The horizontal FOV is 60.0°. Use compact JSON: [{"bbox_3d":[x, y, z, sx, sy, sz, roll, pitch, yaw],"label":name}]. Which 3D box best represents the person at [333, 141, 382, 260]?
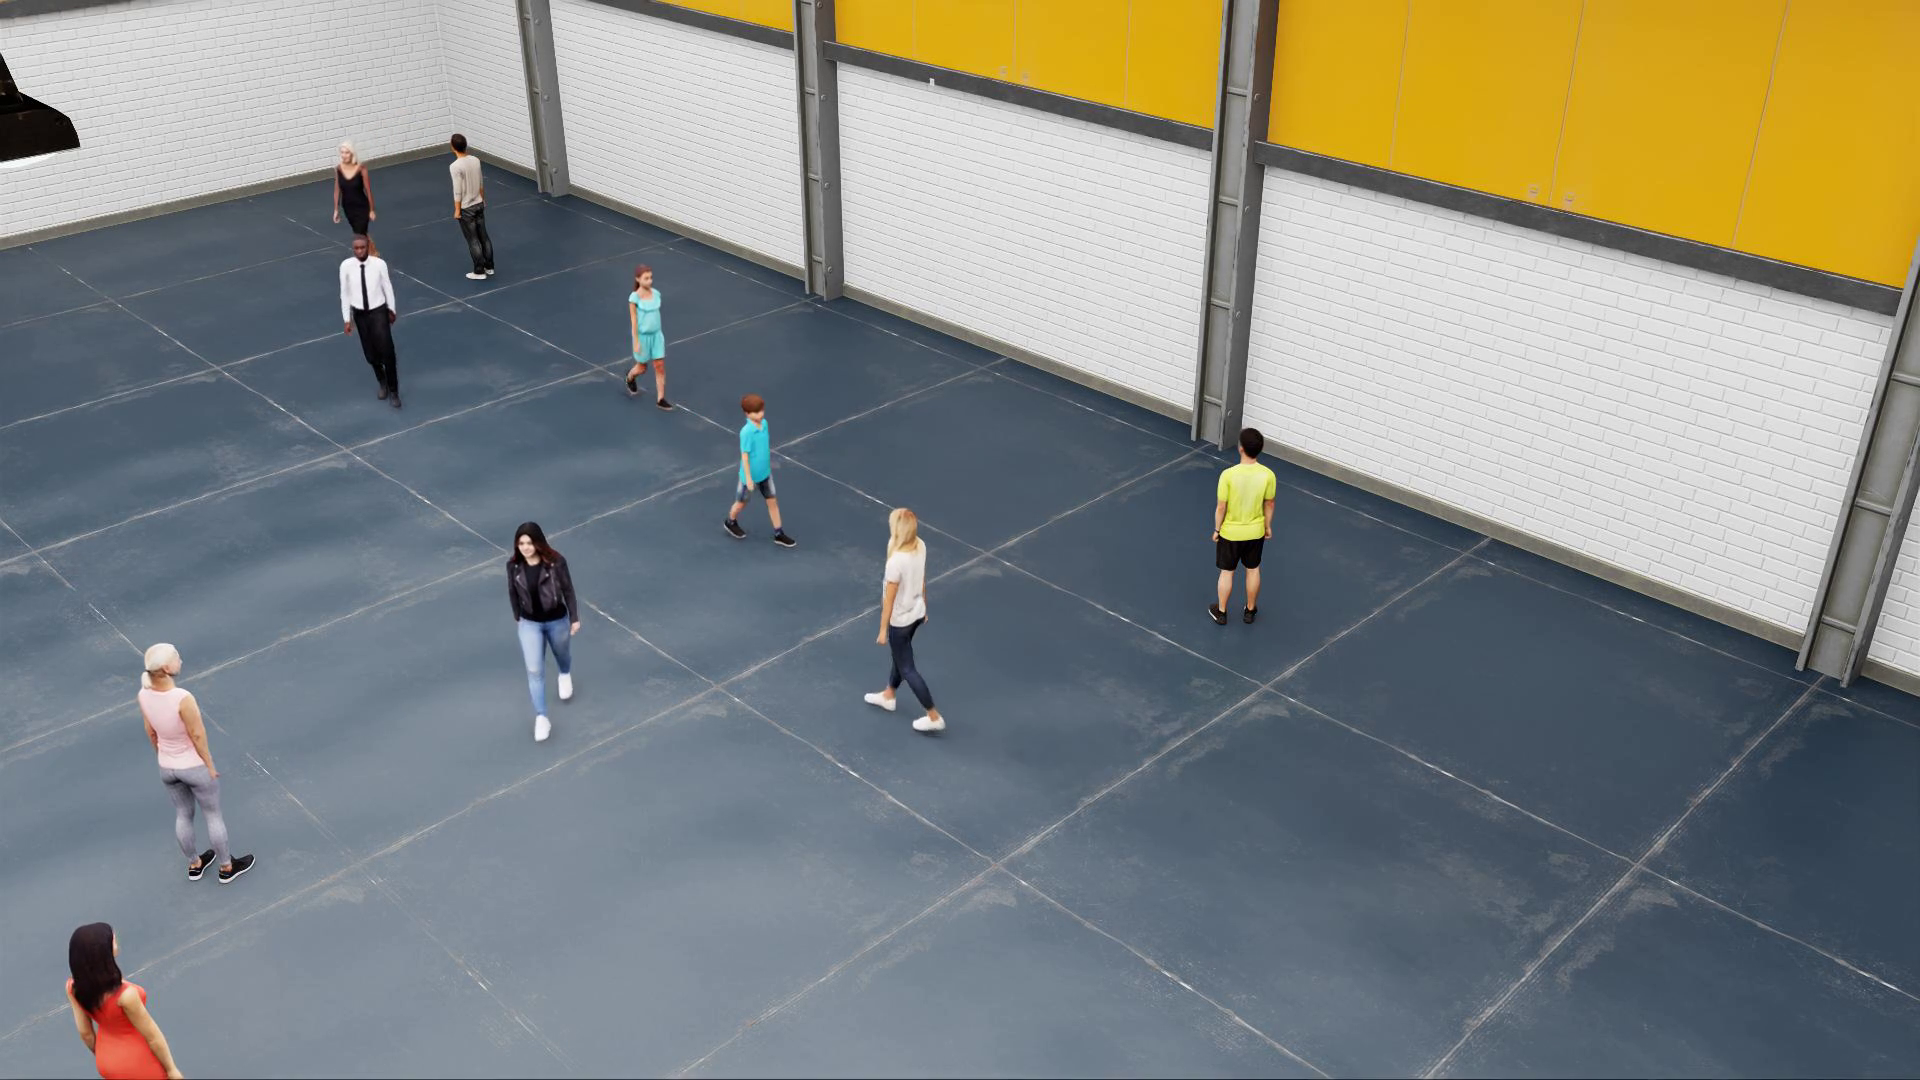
[{"bbox_3d":[-7.466,-4.106,20.695,1.090,1.697,1.006,7,29,12],"label":"person"}]

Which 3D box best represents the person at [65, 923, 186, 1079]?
[{"bbox_3d":[-4.158,2.618,8.341,0.630,1.723,0.734,7,29,12],"label":"person"}]

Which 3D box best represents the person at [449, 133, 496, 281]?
[{"bbox_3d":[-6.068,-4.144,20.645,0.644,1.810,0.714,14,32,24],"label":"person"}]

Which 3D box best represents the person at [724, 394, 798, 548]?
[{"bbox_3d":[-1.859,-0.623,14.604,1.001,1.415,0.641,19,34,31],"label":"person"}]

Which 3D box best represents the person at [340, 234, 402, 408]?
[{"bbox_3d":[-6.130,-2.344,17.344,0.925,1.812,1.016,-4,29,-7],"label":"person"}]

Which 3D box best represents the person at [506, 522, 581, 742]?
[{"bbox_3d":[-3.032,0.573,12.224,1.055,1.593,1.188,-3,29,-6],"label":"person"}]

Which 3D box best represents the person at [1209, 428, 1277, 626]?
[{"bbox_3d":[2.271,-0.107,13.352,0.695,1.708,0.745,-1,29,-2],"label":"person"}]

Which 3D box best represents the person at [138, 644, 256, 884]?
[{"bbox_3d":[-4.902,1.423,10.532,0.601,1.722,0.702,7,29,13],"label":"person"}]

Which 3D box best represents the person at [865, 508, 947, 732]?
[{"bbox_3d":[-0.330,0.605,11.965,1.058,1.786,0.801,14,32,25],"label":"person"}]

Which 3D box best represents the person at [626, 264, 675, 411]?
[{"bbox_3d":[-3.275,-2.111,17.201,0.599,1.541,0.957,-22,36,-35],"label":"person"}]
